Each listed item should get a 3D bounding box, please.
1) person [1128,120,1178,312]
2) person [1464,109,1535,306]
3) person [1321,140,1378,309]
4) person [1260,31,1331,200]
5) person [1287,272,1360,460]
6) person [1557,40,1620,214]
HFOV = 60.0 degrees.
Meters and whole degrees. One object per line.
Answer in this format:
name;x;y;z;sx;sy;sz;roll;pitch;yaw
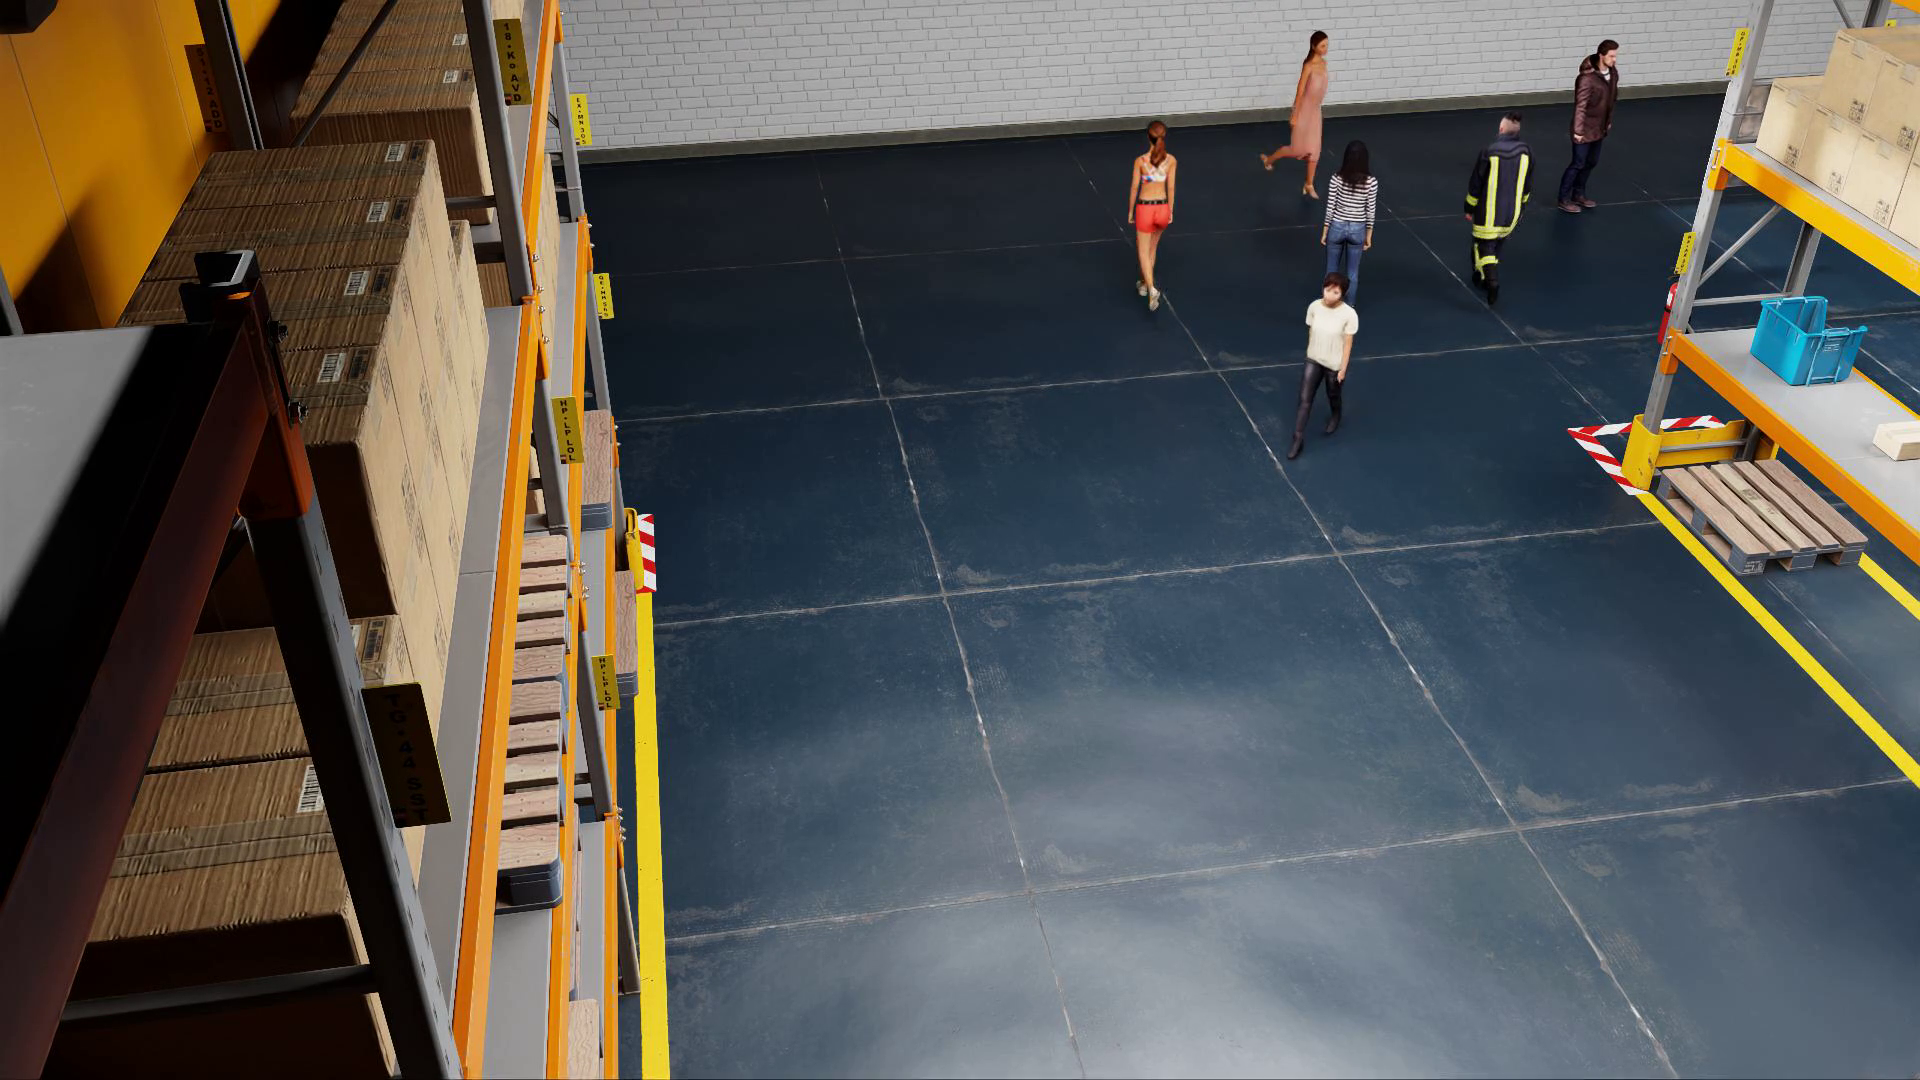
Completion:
person;1.813;-3.002;15.574;0.618;1.767;1.059;-3;34;-5
person;5.096;-3.116;15.684;0.736;1.836;1.011;-5;34;-8
person;3.529;-2.777;15.211;0.664;1.795;0.634;7;34;10
person;3.665;-4.604;17.950;0.966;1.805;1.122;-29;43;-36
person;2.998;-1.444;13.429;1.001;1.546;1.070;21;39;28
person;6.658;-4.388;17.595;0.858;1.838;0.844;-24;41;-32
